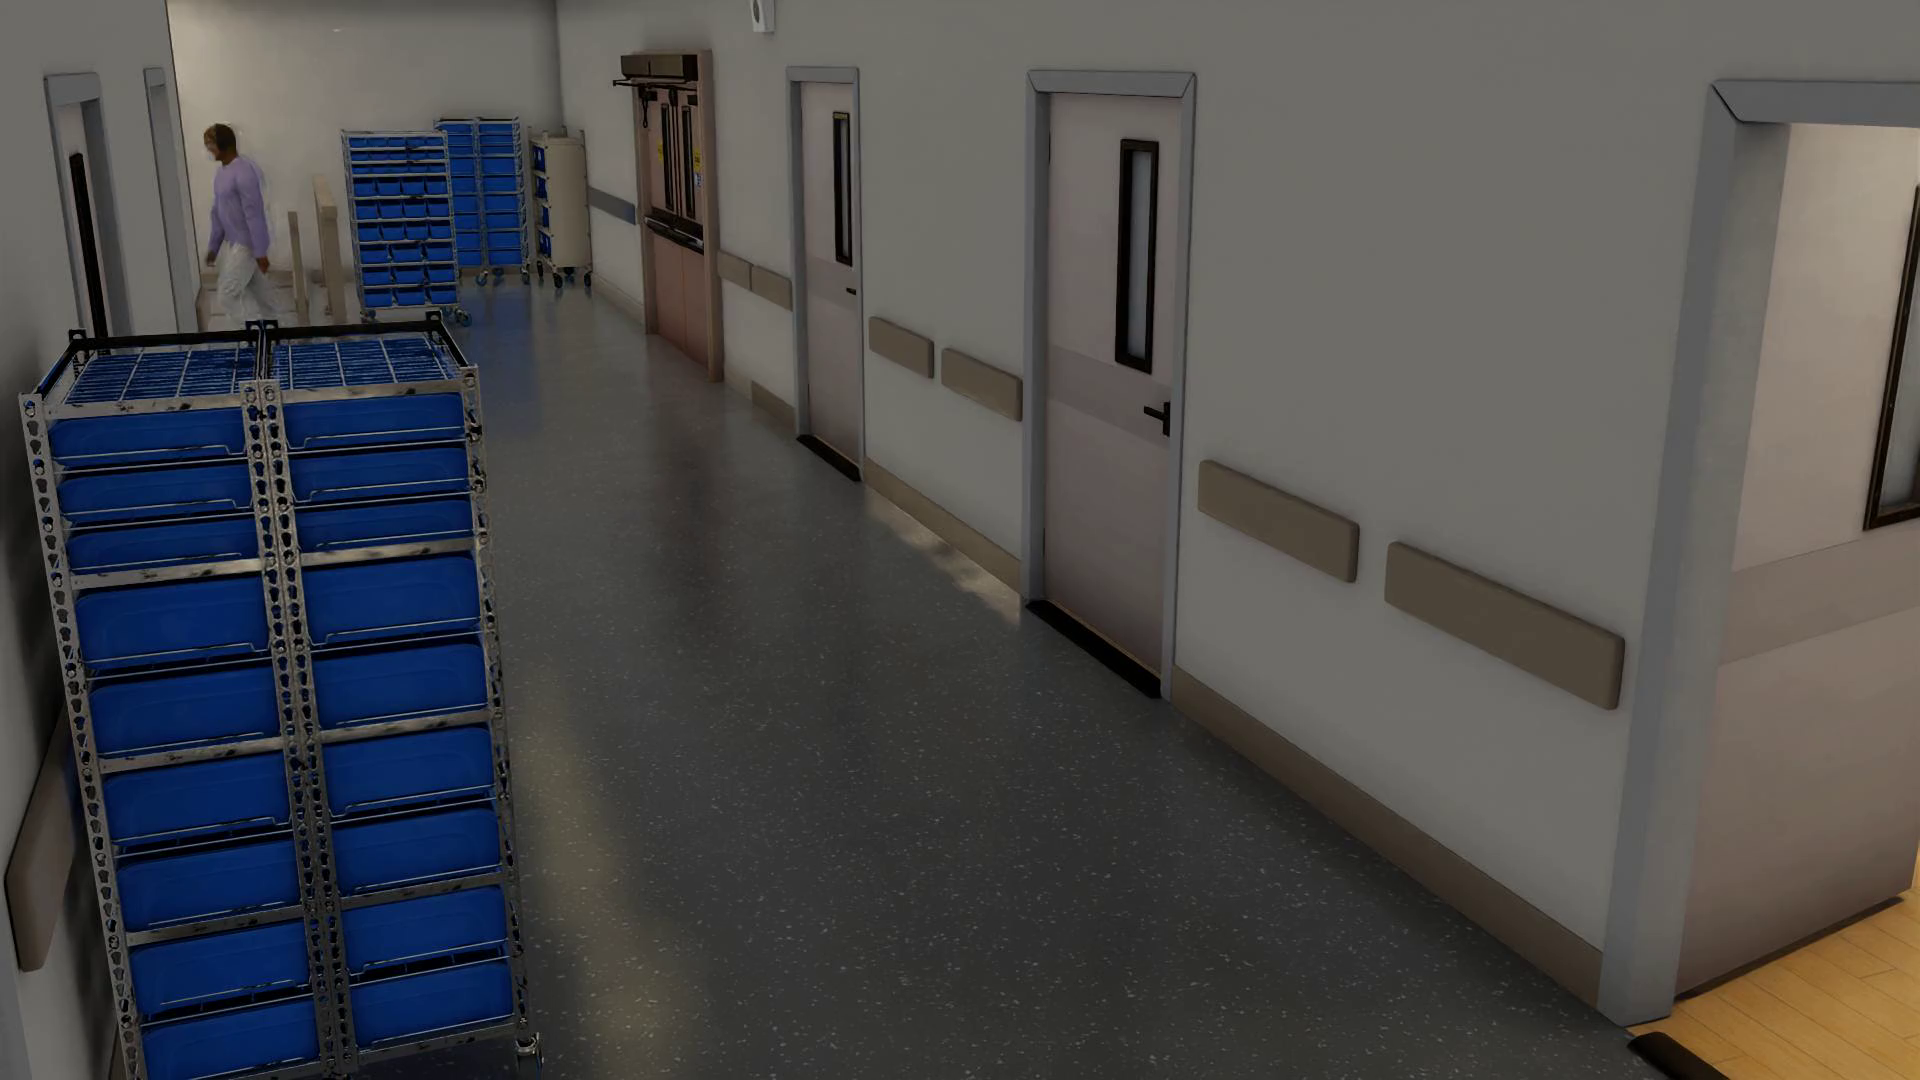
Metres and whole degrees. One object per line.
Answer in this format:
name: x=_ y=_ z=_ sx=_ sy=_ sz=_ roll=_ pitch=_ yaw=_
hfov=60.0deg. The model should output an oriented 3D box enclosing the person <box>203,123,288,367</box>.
person: x=-5.614 y=-2.244 z=12.871 sx=0.771 sy=1.896 sz=0.642 roll=-11 pitch=19 yaw=-34
